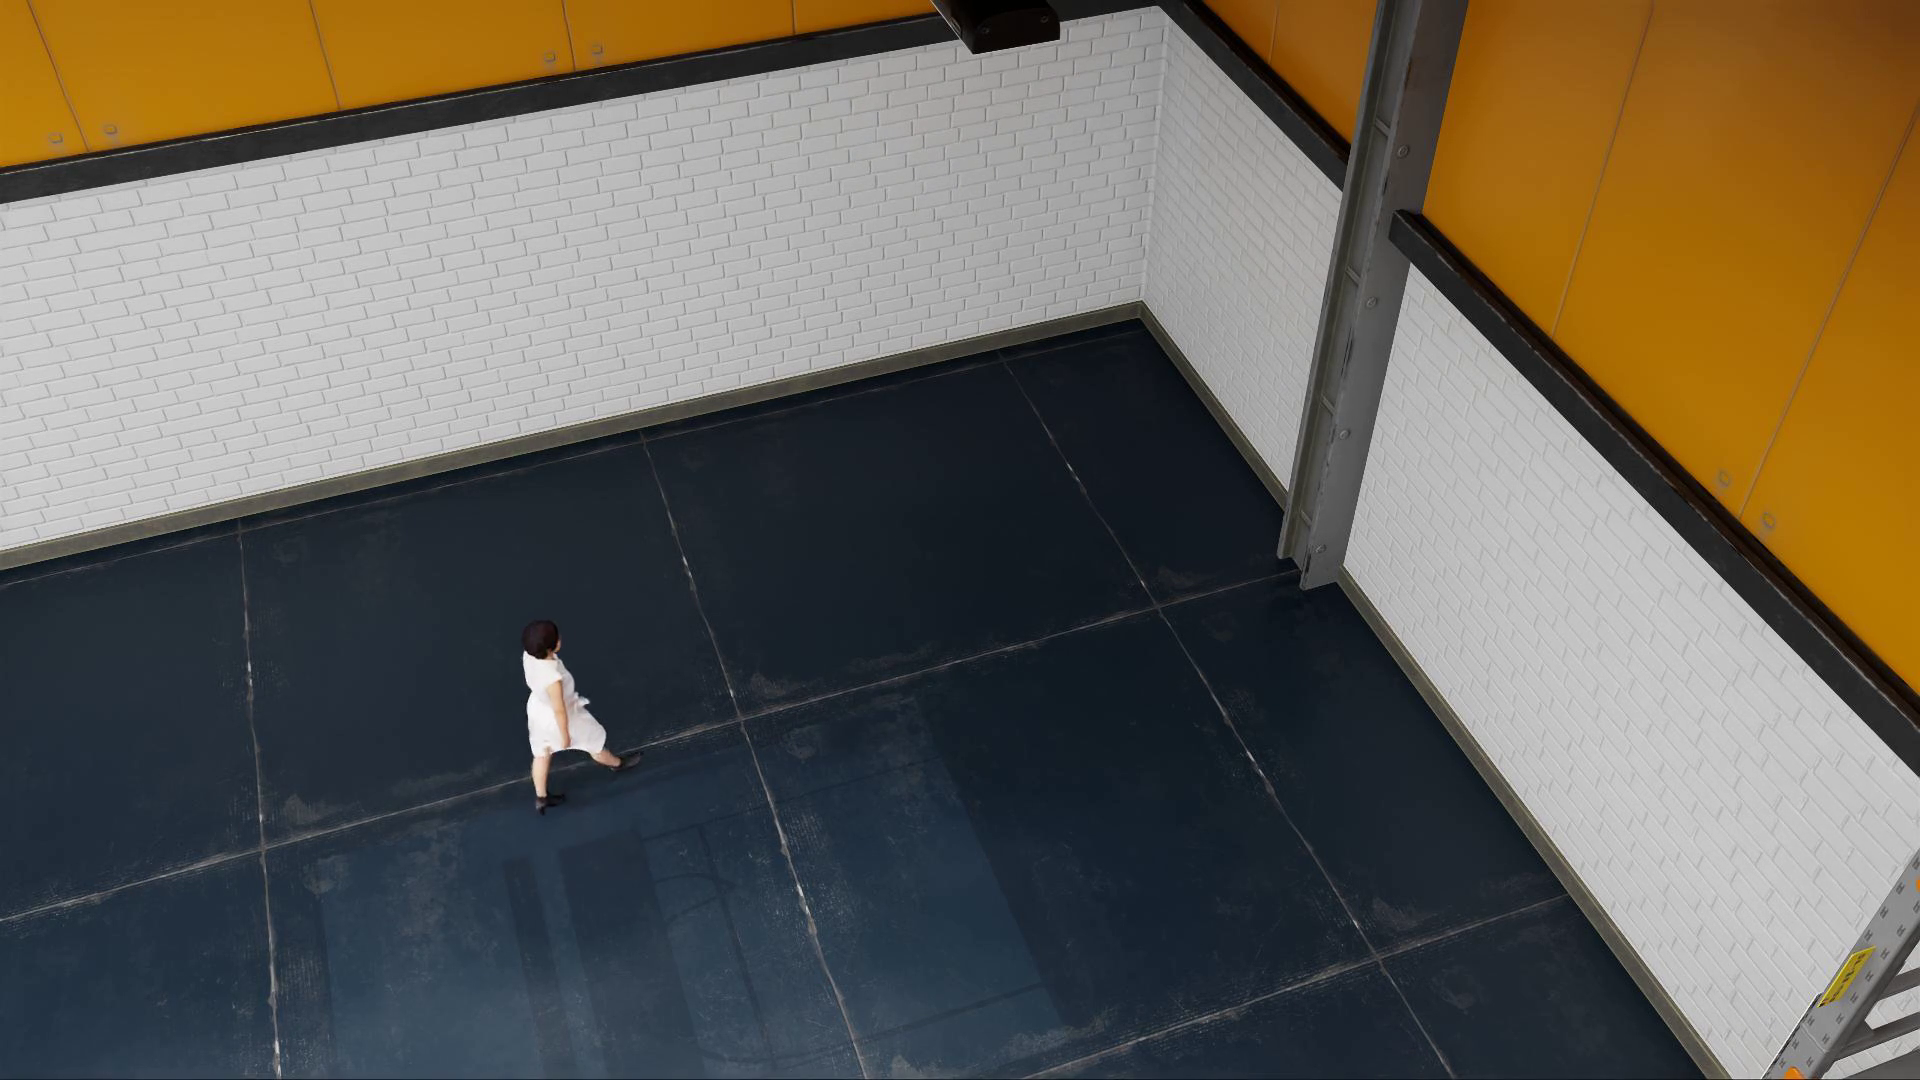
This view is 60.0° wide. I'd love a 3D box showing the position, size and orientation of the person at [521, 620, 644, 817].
[{"bbox_3d":[-2.464,1.095,9.870,0.845,1.519,0.970,-33,52,-30],"label":"person"}]
